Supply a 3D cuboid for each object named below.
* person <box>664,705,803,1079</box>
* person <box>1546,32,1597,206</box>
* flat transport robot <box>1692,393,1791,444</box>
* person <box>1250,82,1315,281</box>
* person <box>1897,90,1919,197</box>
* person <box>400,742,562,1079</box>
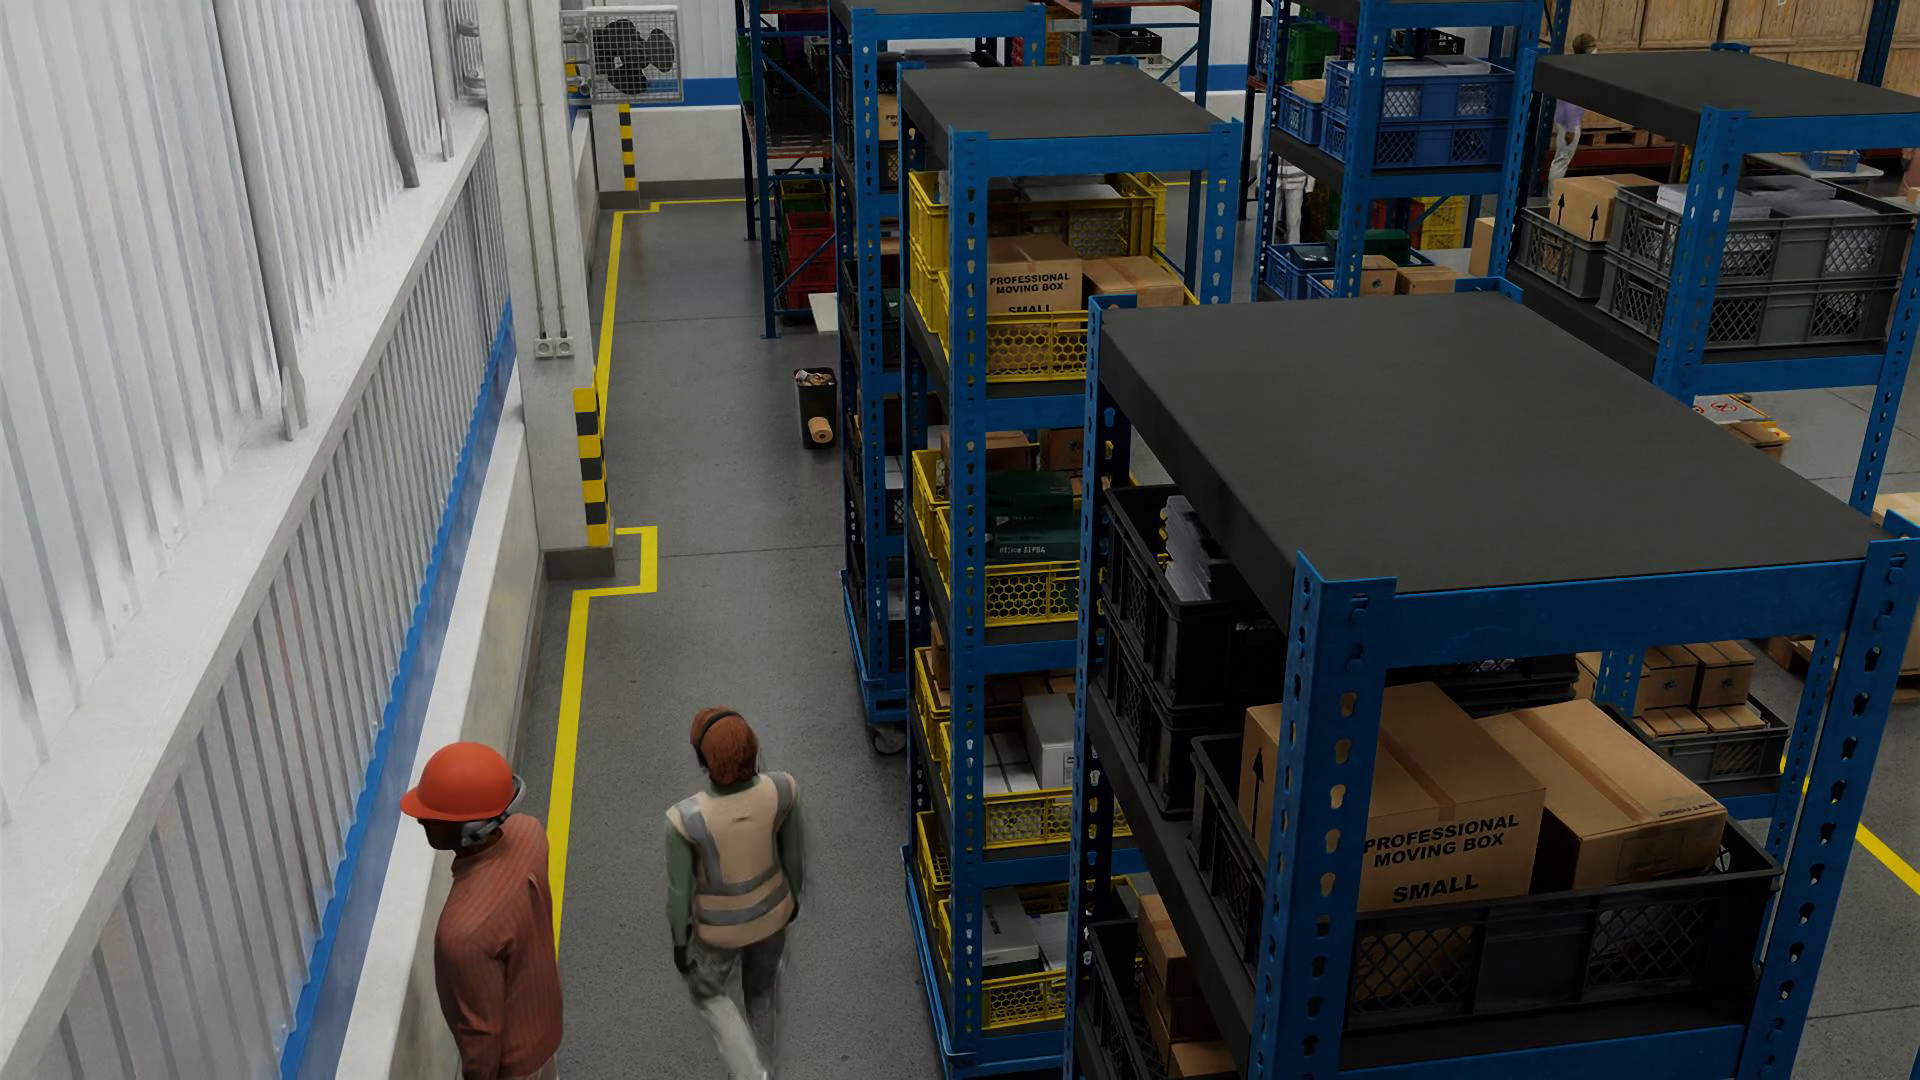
[{"bbox_3d":[-0.739,1.338,5.742,0.524,1.619,0.494,-15,29,-30],"label":"person"},{"bbox_3d":[6.659,-4.524,18.121,0.372,1.940,0.630,9,26,19],"label":"person"},{"bbox_3d":[5.224,-0.859,12.132,1.431,0.197,0.652,-4,25,-8],"label":"flat transport robot"},{"bbox_3d":[3.046,-3.335,15.602,0.573,1.882,0.354,11,27,23],"label":"person"},{"bbox_3d":[9.824,-3.884,16.767,0.640,1.909,0.409,0,25,1],"label":"person"},{"bbox_3d":[-1.372,1.475,5.010,0.373,1.997,0.615,1,25,2],"label":"person"}]
